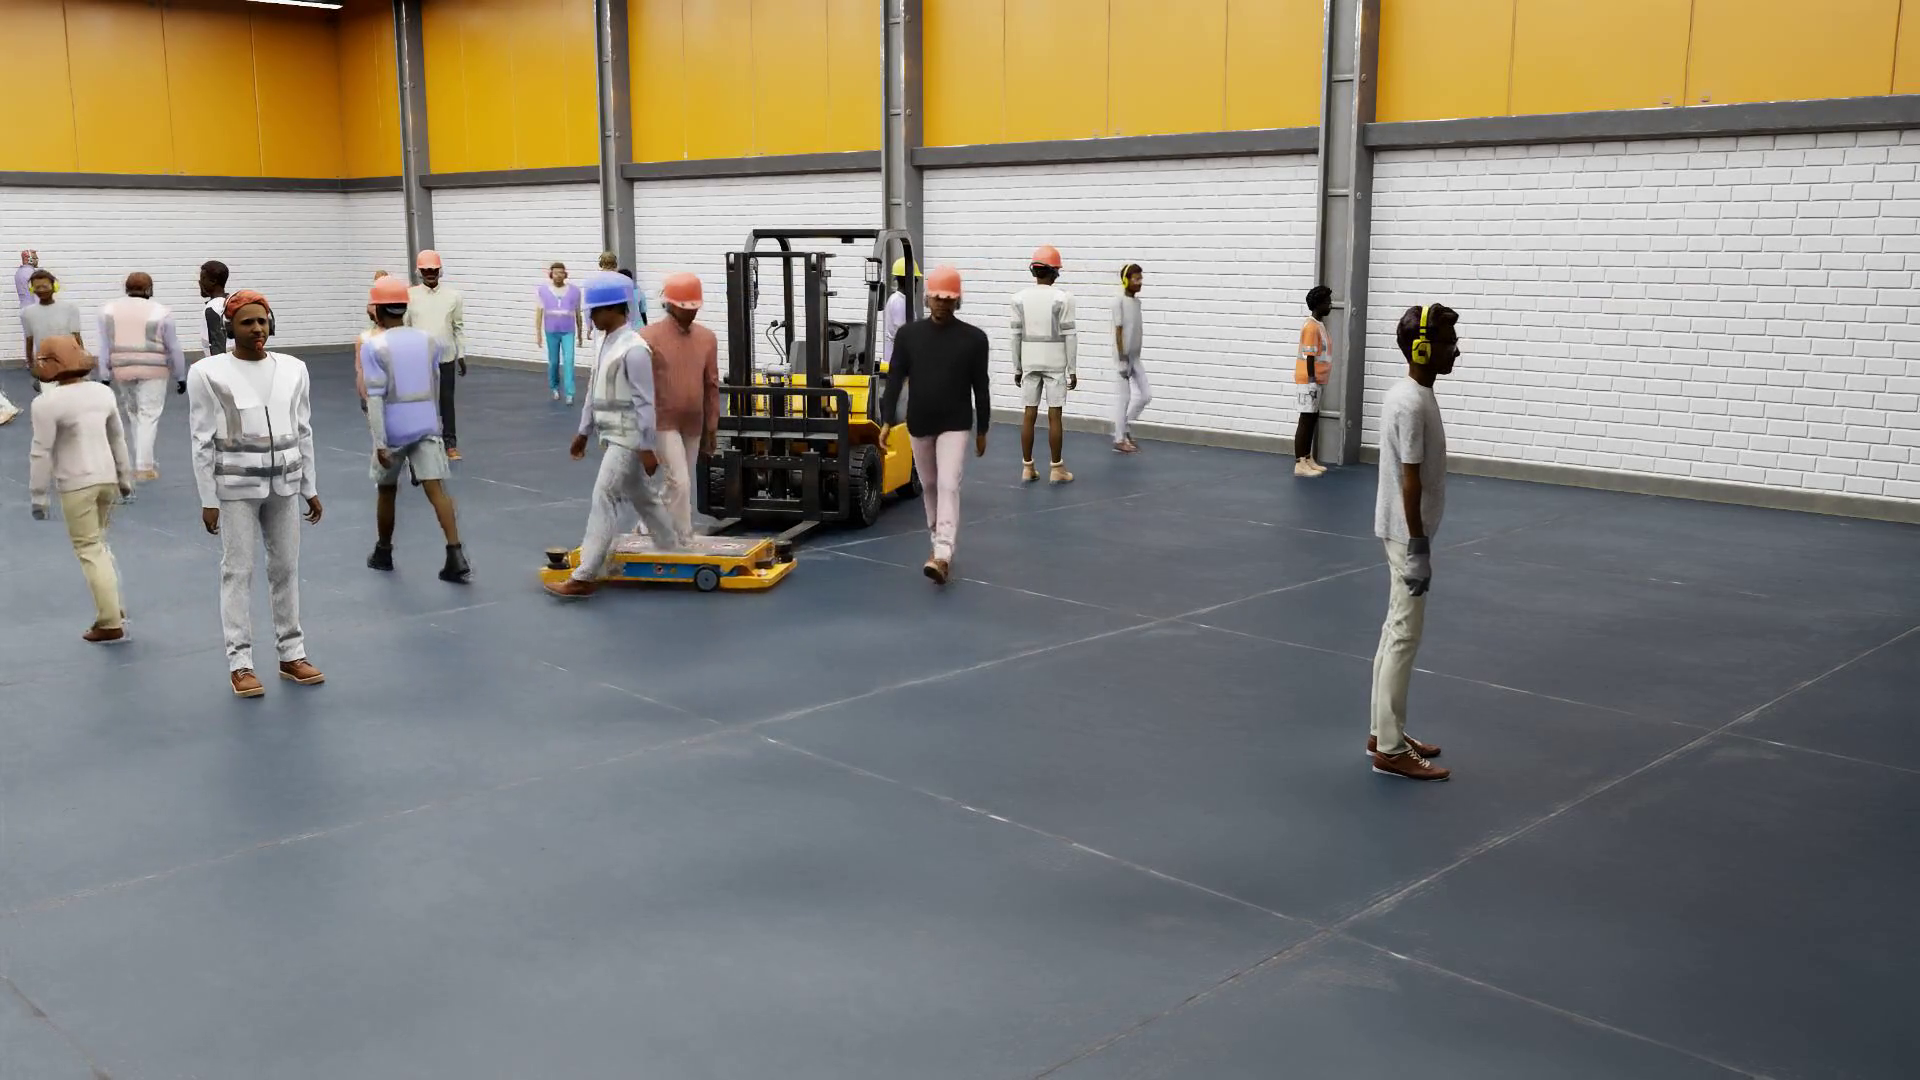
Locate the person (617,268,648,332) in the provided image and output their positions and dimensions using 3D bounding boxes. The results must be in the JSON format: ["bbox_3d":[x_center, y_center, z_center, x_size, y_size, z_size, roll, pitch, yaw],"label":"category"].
[{"bbox_3d":[-4.480,-2.810,22.411,0.566,1.689,0.400,-4,11,-23],"label":"person"}]

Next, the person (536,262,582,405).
[{"bbox_3d":[-5.117,-2.649,21.257,0.578,1.810,0.955,-3,11,-16],"label":"person"}]

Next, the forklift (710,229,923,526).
[{"bbox_3d":[-1.050,-1.319,12.920,1.214,2.155,2.313,2,11,13],"label":"forklift"}]

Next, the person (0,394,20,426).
[{"bbox_3d":[-11.066,-2.118,18.461,0.967,1.781,0.633,-4,11,-20],"label":"person"}]

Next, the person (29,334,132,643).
[{"bbox_3d":[-4.589,-0.263,8.688,0.478,1.617,0.546,3,11,18],"label":"person"}]

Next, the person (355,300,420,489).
[{"bbox_3d":[-4.734,-1.202,13.822,0.529,1.621,0.536,-7,13,-34],"label":"person"}]

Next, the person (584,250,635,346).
[{"bbox_3d":[-4.463,-2.717,21.239,0.634,1.938,0.355,-2,11,-10],"label":"person"}]

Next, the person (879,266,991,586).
[{"bbox_3d":[-0.160,-0.705,10.242,0.634,1.929,1.044,3,11,14],"label":"person"}]

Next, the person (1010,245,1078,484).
[{"bbox_3d":[0.731,-1.498,14.305,0.607,2.044,0.377,5,11,24],"label":"person"}]

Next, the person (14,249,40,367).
[{"bbox_3d":[-14.554,-3.605,26.171,0.643,1.909,0.410,8,13,39],"label":"person"}]

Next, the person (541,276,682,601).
[{"bbox_3d":[-2.026,-0.609,9.863,0.960,1.895,0.609,-5,11,-25],"label":"person"}]

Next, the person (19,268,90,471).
[{"bbox_3d":[-8.311,-1.579,15.314,0.520,1.841,0.827,-5,12,-27],"label":"person"}]

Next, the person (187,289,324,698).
[{"bbox_3d":[-3.275,-0.221,7.780,0.355,1.883,0.575,9,14,40],"label":"person"}]

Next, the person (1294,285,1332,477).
[{"bbox_3d":[3.137,-1.407,14.775,0.320,1.694,0.531,4,11,22],"label":"person"}]

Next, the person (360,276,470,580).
[{"bbox_3d":[-3.426,-0.688,10.340,1.005,1.897,0.564,10,14,43],"label":"person"}]

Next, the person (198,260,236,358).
[{"bbox_3d":[-6.256,-1.410,14.164,0.392,1.920,0.592,-2,11,-10],"label":"person"}]

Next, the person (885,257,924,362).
[{"bbox_3d":[-0.523,-1.689,15.667,0.369,1.927,0.588,-1,10,-5],"label":"person"}]

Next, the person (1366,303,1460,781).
[{"bbox_3d":[1.807,0.004,6.587,0.320,1.871,0.533,2,11,10],"label":"person"}]

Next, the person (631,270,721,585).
[{"bbox_3d":[-1.838,-0.722,10.407,0.971,1.932,0.685,10,14,43],"label":"person"}]

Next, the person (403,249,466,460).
[{"bbox_3d":[-4.978,-1.733,15.717,0.609,1.996,0.383,-5,12,-26],"label":"person"}]

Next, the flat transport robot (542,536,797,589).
[{"bbox_3d":[-1.787,0.123,10.305,1.431,0.197,0.652,2,11,8],"label":"flat transport robot"}]

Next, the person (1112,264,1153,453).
[{"bbox_3d":[1.672,-1.768,16.290,0.381,1.856,0.527,9,14,40],"label":"person"}]

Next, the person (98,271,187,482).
[{"bbox_3d":[-7.133,-1.445,14.636,0.663,1.810,0.801,0,10,-2],"label":"person"}]

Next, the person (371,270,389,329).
[{"bbox_3d":[-8.258,-3.059,23.935,0.286,1.631,0.501,7,13,34],"label":"person"}]
